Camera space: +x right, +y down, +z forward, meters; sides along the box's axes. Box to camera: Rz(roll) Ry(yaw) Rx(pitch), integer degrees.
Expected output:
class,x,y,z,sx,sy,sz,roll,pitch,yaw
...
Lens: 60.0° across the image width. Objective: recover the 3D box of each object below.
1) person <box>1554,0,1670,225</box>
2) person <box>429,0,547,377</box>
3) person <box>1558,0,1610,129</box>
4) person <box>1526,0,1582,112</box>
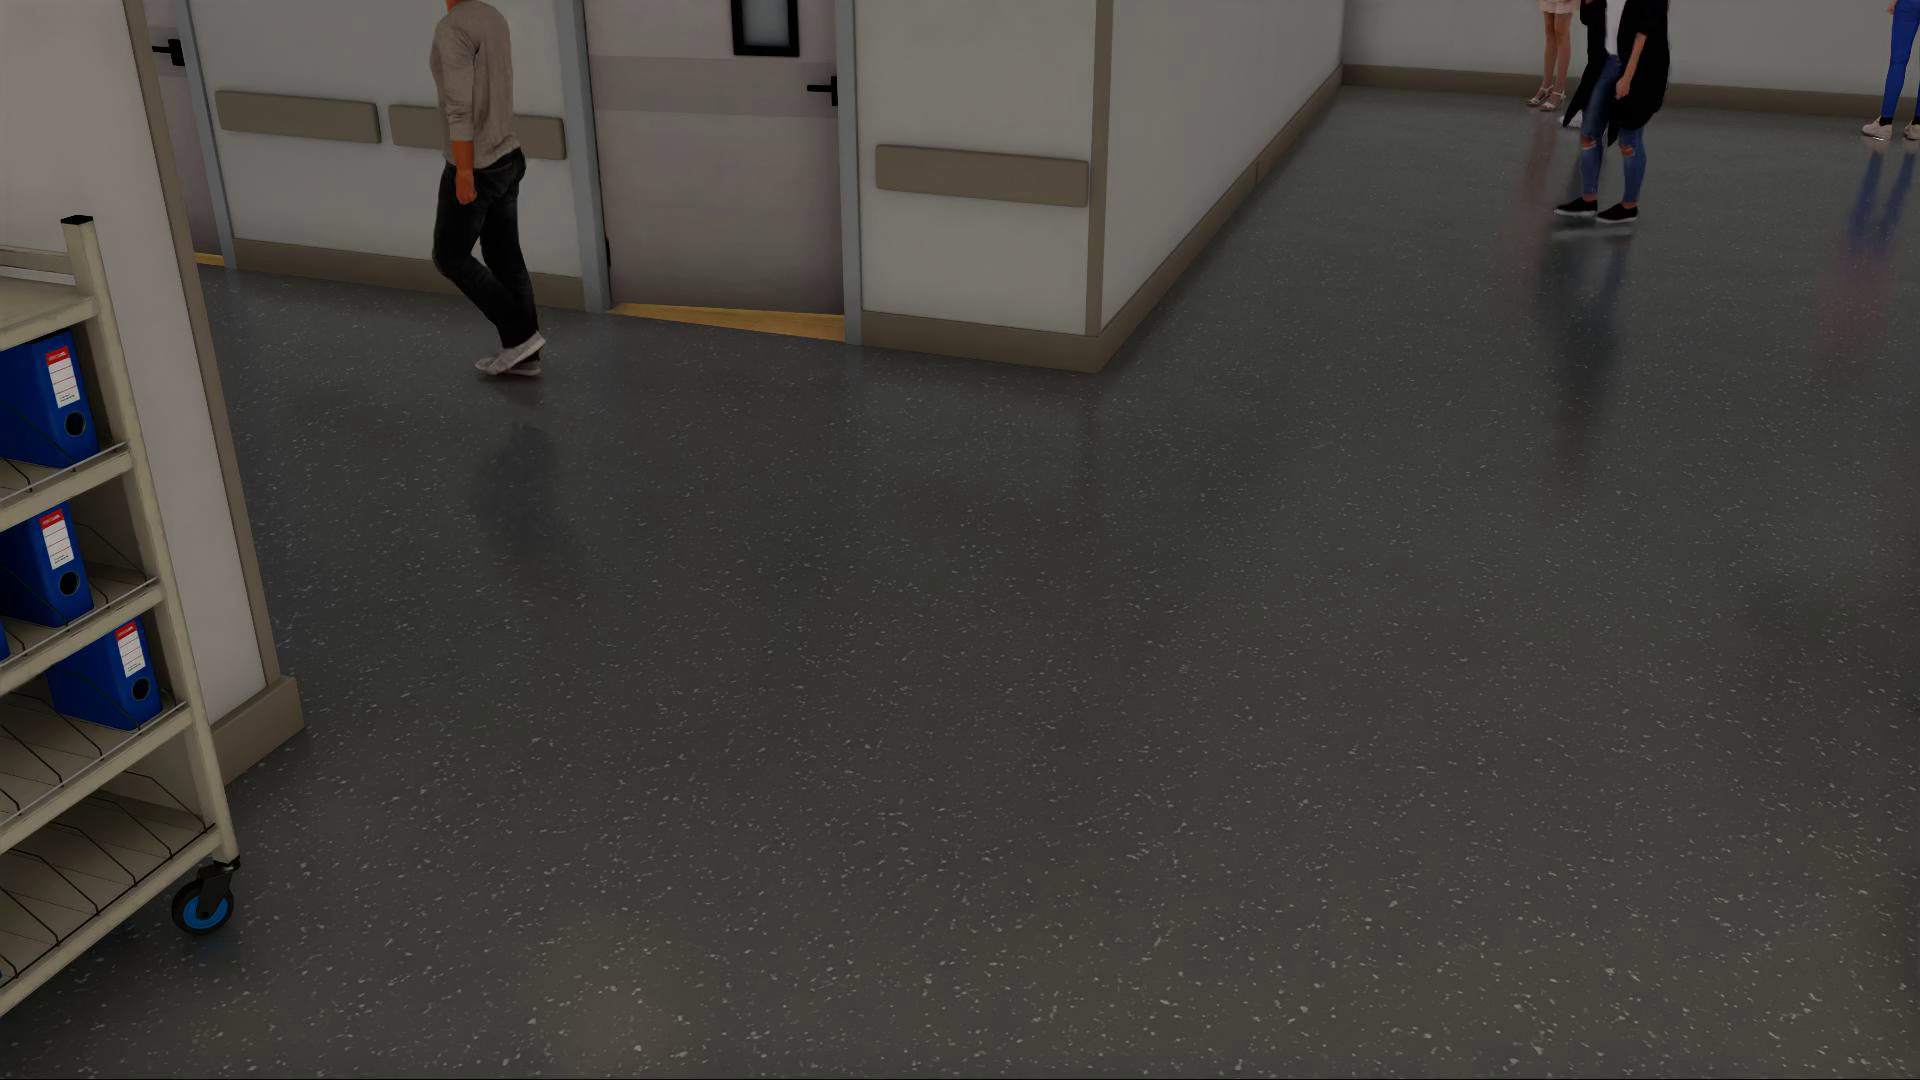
class,x,y,z,sx,sy,sz,roll,pitch,yaw
person,3.598,-2.484,8.870,0.851,1.656,0.798,0,26,1
person,-1.832,-1.507,6.676,0.796,1.803,0.649,3,26,7
person,4.412,-3.709,11.243,0.633,1.802,0.744,-20,32,-35
person,4.289,-3.948,11.818,0.717,1.734,0.617,-4,26,-9
